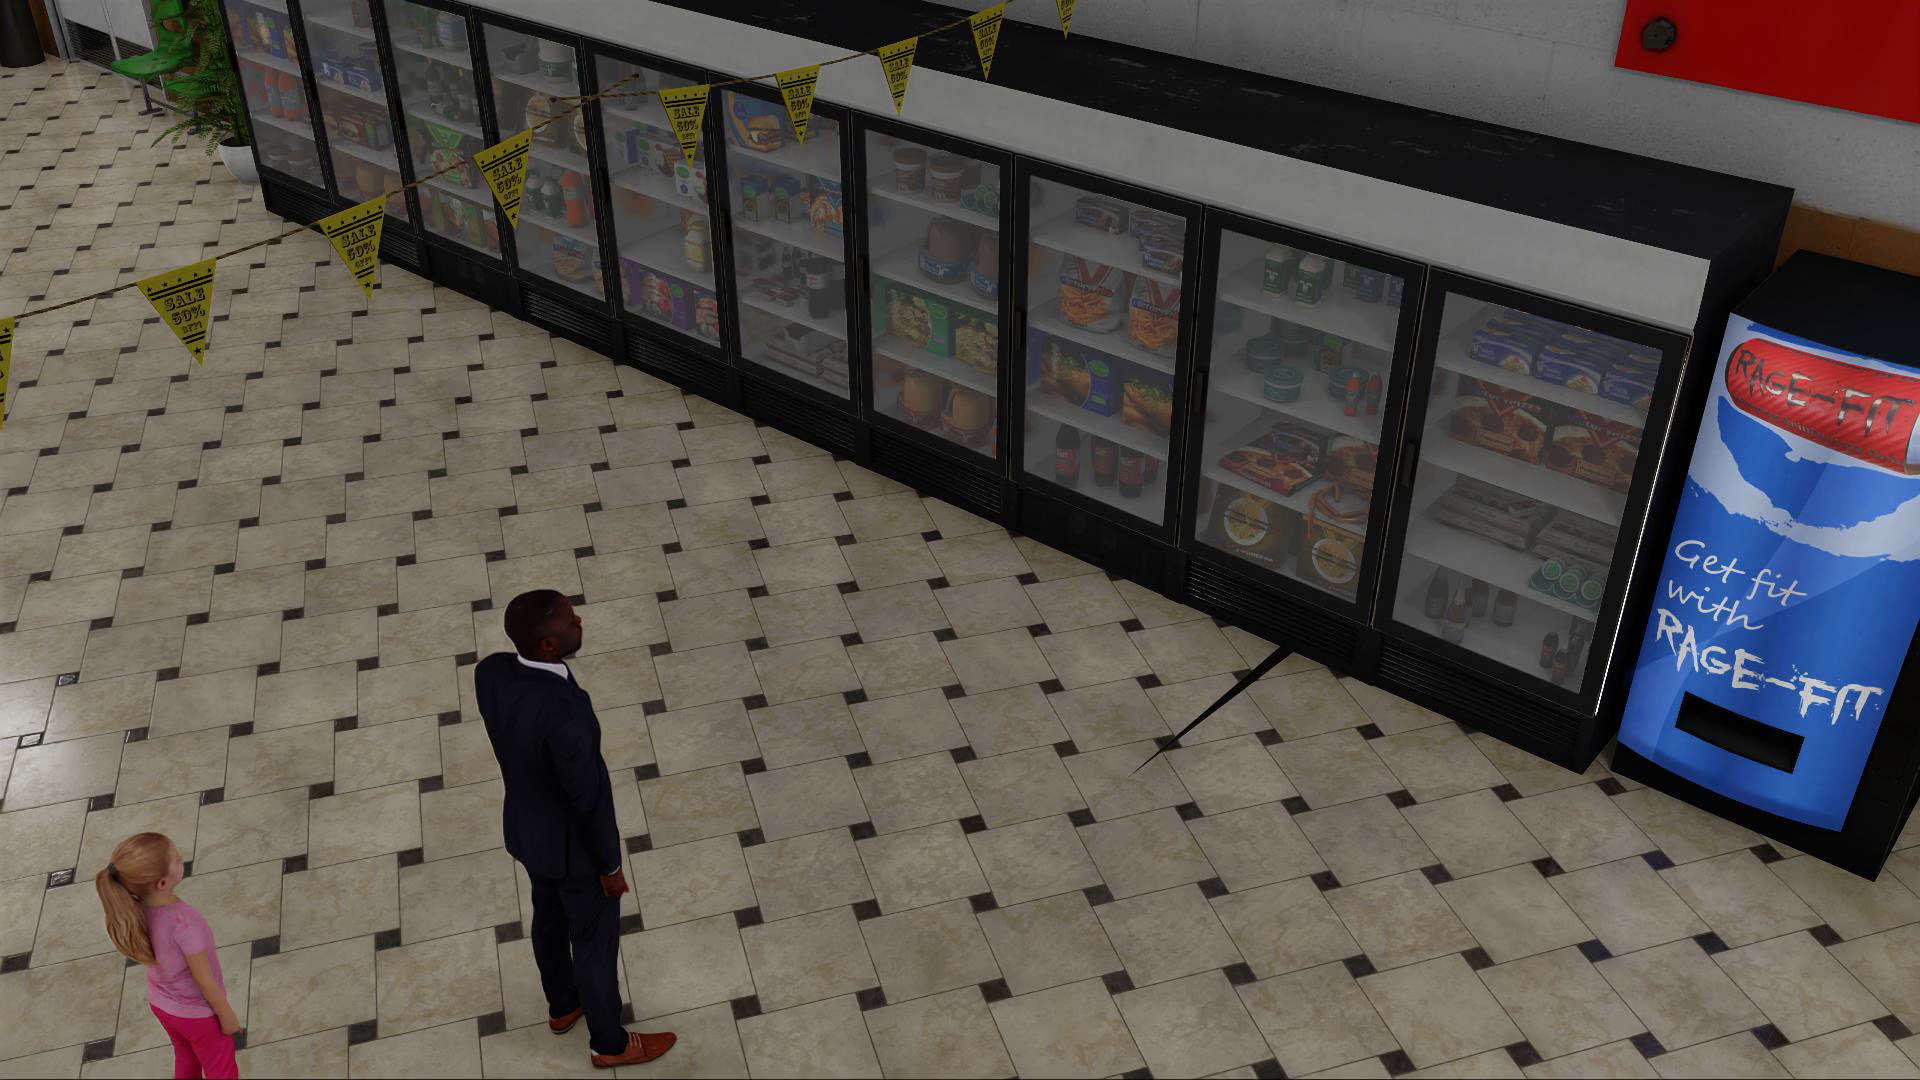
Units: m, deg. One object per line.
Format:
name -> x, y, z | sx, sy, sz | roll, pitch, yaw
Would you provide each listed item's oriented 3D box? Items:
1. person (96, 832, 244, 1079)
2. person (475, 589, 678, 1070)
person -> -2.354, 1.402, 5.062 | 0.495, 1.270, 0.505 | 19, 37, 28
person -> -1.257, 0.932, 5.292 | 0.621, 1.824, 0.724 | -26, 40, -35
